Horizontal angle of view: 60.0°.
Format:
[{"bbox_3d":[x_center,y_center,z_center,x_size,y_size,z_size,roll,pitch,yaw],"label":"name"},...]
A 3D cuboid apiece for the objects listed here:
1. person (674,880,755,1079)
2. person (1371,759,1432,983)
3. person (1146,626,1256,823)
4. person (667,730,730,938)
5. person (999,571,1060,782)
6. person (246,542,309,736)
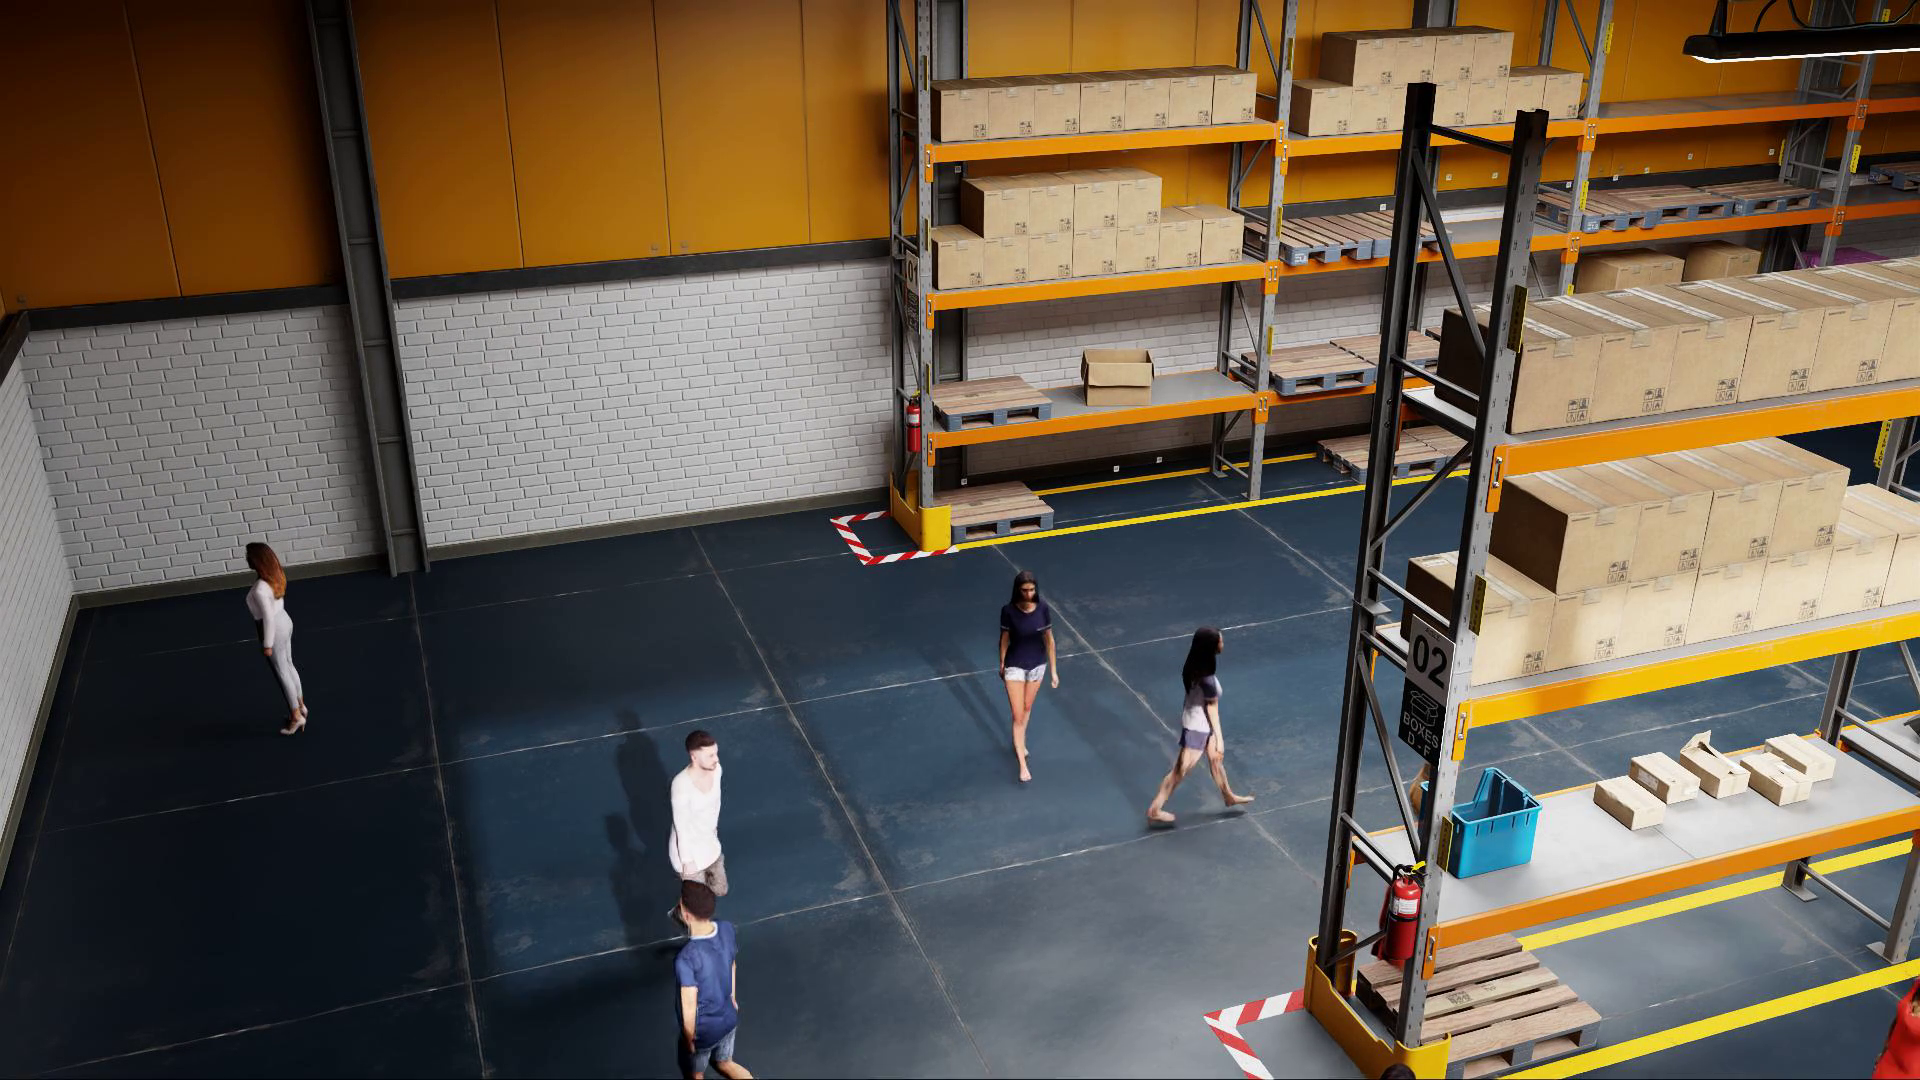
[{"bbox_3d":[-1.380,2.787,9.532,1.022,1.827,1.038,15,28,31],"label":"person"},{"bbox_3d":[3.048,2.141,11.048,0.745,1.797,0.714,1,24,2],"label":"person"},{"bbox_3d":[1.758,1.458,12.792,1.173,1.652,0.782,-3,24,-7],"label":"person"},{"bbox_3d":[-1.868,2.056,11.227,0.956,1.810,0.897,11,26,24],"label":"person"},{"bbox_3d":[0.513,1.021,13.685,0.876,1.736,0.711,-7,24,-15],"label":"person"},{"bbox_3d":[-5.790,0.825,14.095,0.597,1.767,0.625,-3,24,-7],"label":"person"}]
